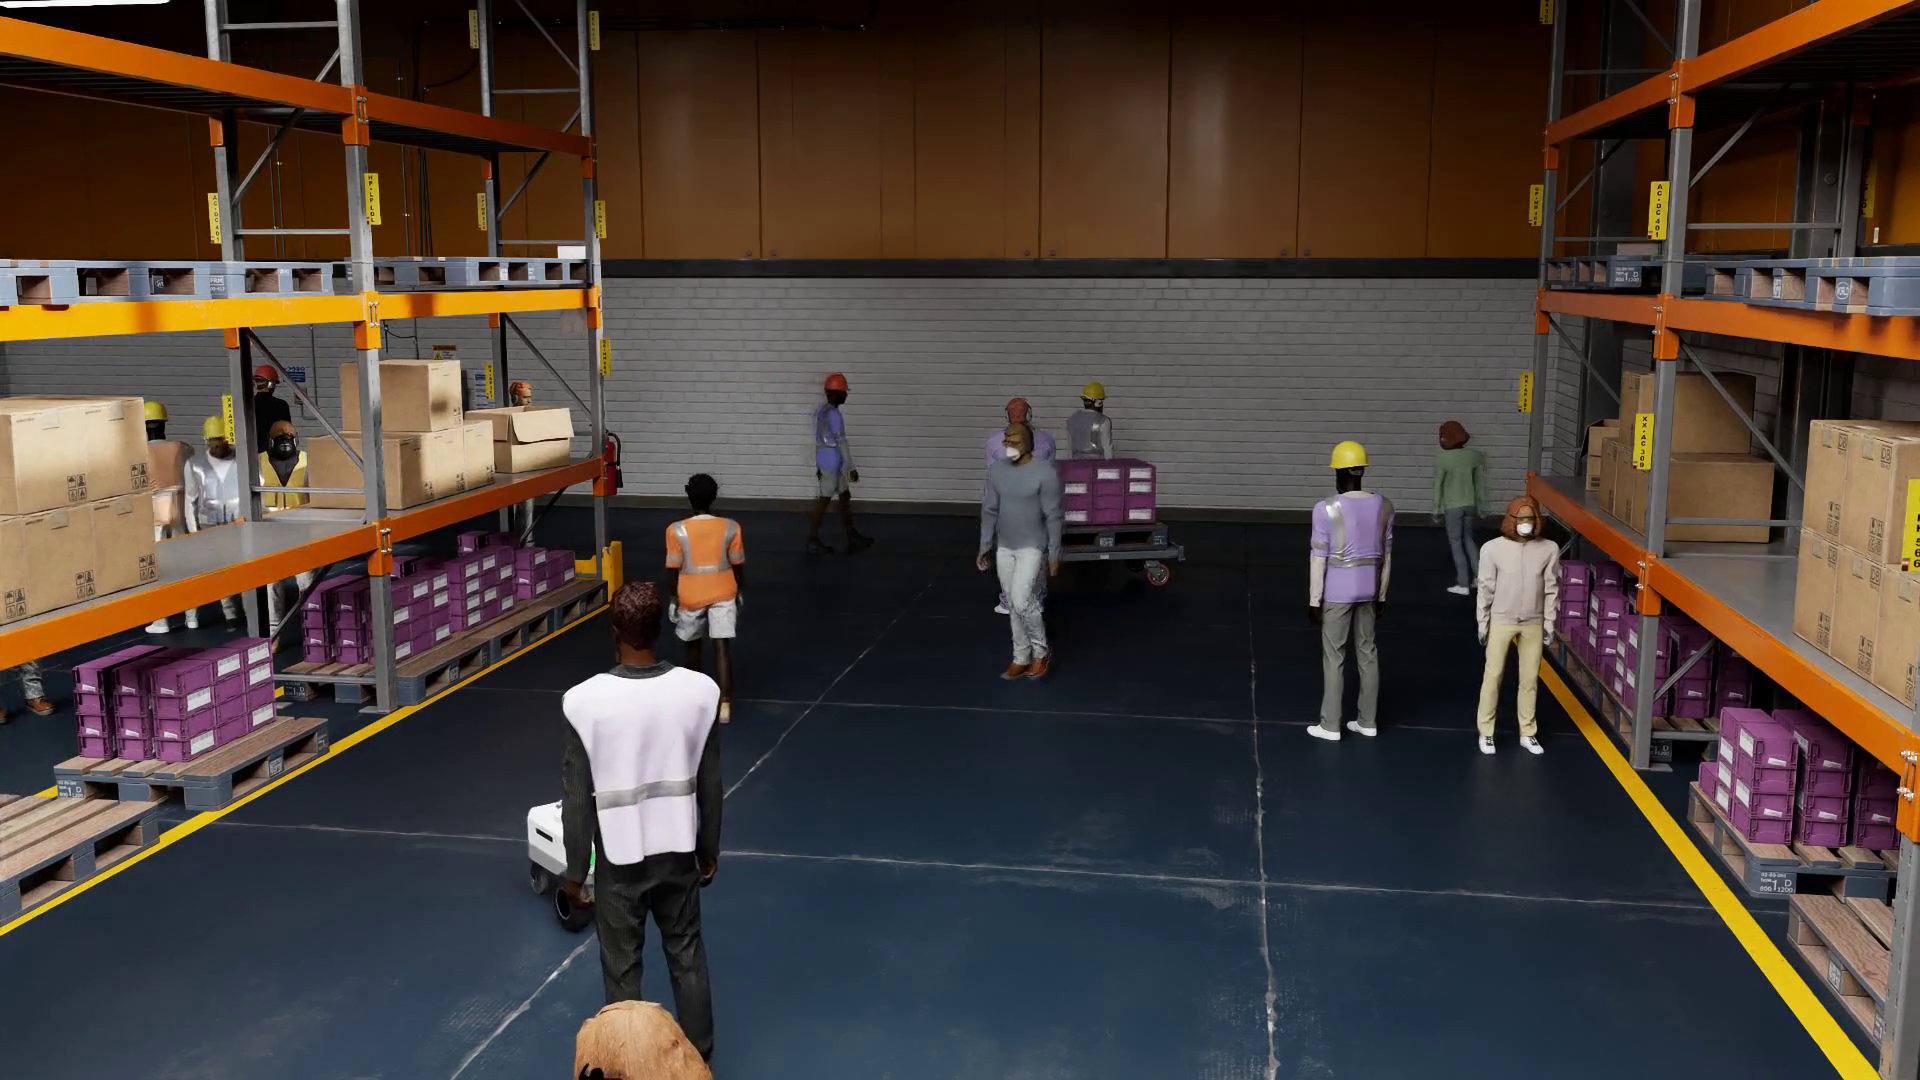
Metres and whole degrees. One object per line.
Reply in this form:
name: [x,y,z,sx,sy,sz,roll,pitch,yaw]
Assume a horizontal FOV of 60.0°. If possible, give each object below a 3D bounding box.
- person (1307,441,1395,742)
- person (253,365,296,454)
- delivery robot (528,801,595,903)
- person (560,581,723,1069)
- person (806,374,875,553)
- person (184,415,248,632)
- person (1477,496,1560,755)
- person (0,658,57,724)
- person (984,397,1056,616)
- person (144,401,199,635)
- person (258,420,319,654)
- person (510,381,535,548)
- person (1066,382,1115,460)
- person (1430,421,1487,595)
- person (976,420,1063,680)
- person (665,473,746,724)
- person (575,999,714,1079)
person: [2.473,0.327,10.615,0.588,1.918,0.397,-3,10,-20]
person: [-7.399,-0.881,17.847,0.611,1.986,0.392,2,9,10]
delivery robot: [-1.746,1.412,7.818,0.477,0.478,0.707,-7,12,-38]
person: [-1.104,1.102,5.880,0.595,1.908,0.410,-6,11,-32]
person: [-1.248,-0.801,17.635,0.903,1.898,0.562,-2,10,-14]
person: [-6.034,-0.115,13.666,0.608,1.809,0.552,-4,10,-21]
person: [3.438,0.528,10.276,0.495,1.626,0.284,0,9,0]
person: [-6.335,0.244,11.058,0.354,1.938,0.635,7,11,36]
person: [0.512,-0.287,14.451,0.640,1.904,0.401,-2,9,-11]
person: [-6.576,-0.178,13.711,0.587,1.922,0.383,-8,12,-42]
person: [-5.264,-0.024,13.045,0.627,1.836,0.428,-3,10,-20]
person: [-4.465,-0.671,16.888,0.359,1.880,0.575,5,11,30]
person: [1.396,-0.744,17.479,0.600,1.832,0.404,9,13,44]
person: [4.598,-0.294,15.378,0.527,1.609,0.364,-3,10,-19]
person: [0.426,0.087,12.090,0.644,1.924,0.444,9,13,43]
person: [-1.686,0.382,11.086,0.546,1.656,0.859,-3,10,-17]
person: [-0.594,1.674,3.214,0.298,1.623,0.503,3,10,16]
